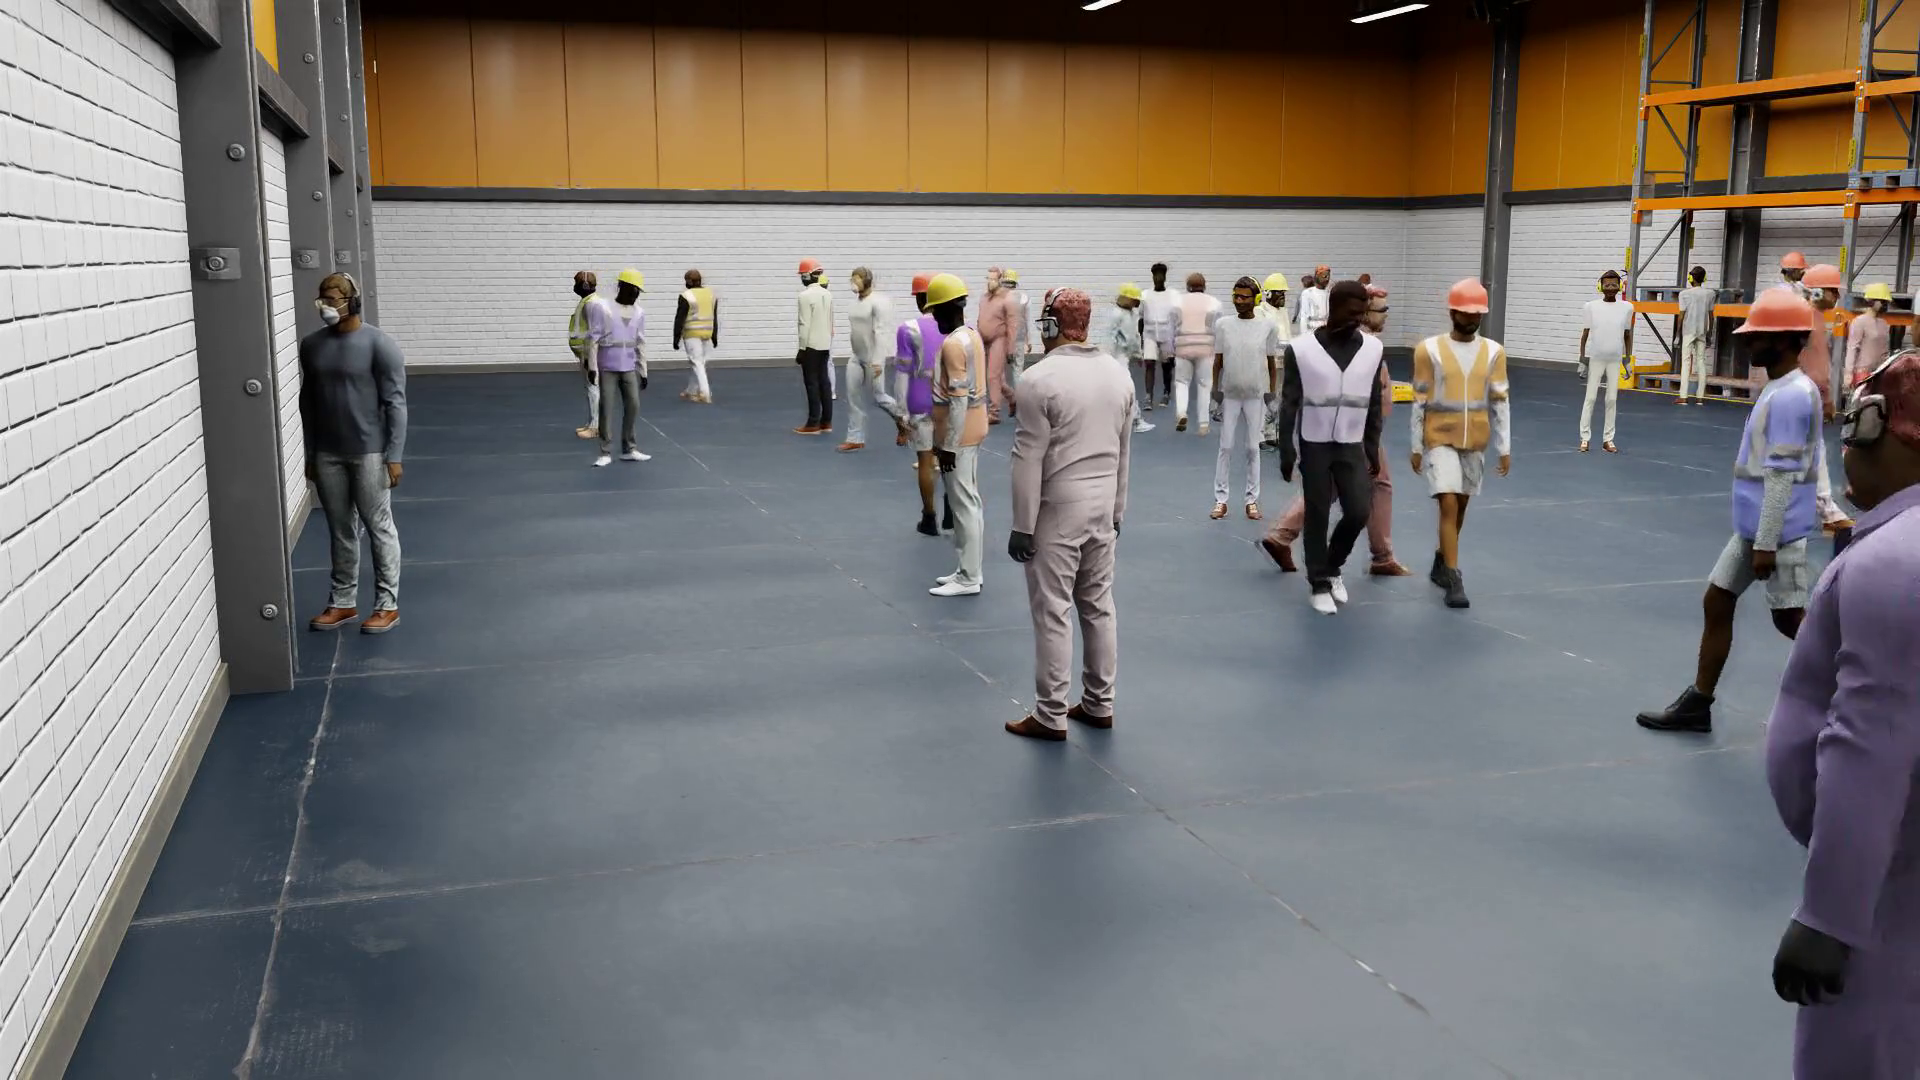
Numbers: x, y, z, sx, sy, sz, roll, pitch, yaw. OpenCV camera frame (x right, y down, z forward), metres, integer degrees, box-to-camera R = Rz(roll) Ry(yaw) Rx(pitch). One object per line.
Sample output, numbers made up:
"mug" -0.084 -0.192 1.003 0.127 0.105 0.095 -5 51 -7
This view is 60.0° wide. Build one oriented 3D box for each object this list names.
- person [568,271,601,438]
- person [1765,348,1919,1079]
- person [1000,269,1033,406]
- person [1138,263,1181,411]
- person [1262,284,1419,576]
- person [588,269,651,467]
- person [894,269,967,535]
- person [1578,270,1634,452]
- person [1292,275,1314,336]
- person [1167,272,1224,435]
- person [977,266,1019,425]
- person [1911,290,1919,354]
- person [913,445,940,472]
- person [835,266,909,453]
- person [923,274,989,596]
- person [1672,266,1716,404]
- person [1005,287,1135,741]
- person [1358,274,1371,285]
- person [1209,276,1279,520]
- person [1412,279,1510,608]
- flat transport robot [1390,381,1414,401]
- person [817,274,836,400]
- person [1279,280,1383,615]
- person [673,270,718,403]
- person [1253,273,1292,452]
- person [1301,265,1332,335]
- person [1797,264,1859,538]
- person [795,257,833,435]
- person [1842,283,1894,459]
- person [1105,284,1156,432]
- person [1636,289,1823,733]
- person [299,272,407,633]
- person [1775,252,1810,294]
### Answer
"person" -4.132 -2.059 18.478 0.429 1.845 0.621 -2 10 -14
"person" 1.646 0.610 2.958 0.431 1.877 0.718 8 12 37
"person" 0.669 -2.698 22.207 0.605 1.831 0.404 0 10 2
"person" 2.631 -2.677 21.849 0.619 1.920 0.994 3 10 16
"person" 2.415 -0.677 10.484 0.936 1.868 0.650 0 10 2
"person" -3.313 -1.655 16.034 0.691 1.885 0.380 -9 13 -42
"person" -0.203 -0.981 11.996 0.575 1.926 0.407 -4 11 -21
"person" 6.619 -1.821 17.053 0.534 1.859 0.309 2 10 9
"person" 6.515 -4.162 31.293 0.477 1.622 0.532 -4 11 -23
"person" 2.643 -2.075 18.621 0.649 1.830 0.485 3 10 15
"person" 0.474 -2.325 19.899 0.691 1.882 0.653 -6 12 -33
"person" 11.279 -2.281 19.187 0.675 2.000 0.535 0 10 -1
"person" -0.215 -1.482 15.556 0.320 1.697 0.531 -8 13 -39
"person" -0.886 -1.863 17.135 0.837 1.917 0.631 -8 13 -40
"person" -0.034 -0.618 9.925 0.395 1.914 0.590 2 10 10
"person" 9.901 -2.755 22.437 0.509 1.868 0.328 0 10 0
"person" 0.444 -0.109 7.036 0.646 1.902 0.399 -9 13 -42
"person" 7.882 -4.384 32.538 0.265 1.632 0.507 -2 10 -13
"person" 2.179 -1.080 12.757 0.521 1.863 0.335 2 10 10
"person" 2.969 -0.586 9.871 0.559 1.899 0.920 -1 10 -3
"flat transport robot" 5.972 -2.102 23.270 0.652 0.197 1.431 -3 10 -18
"person" -1.919 -2.806 23.032 0.330 1.765 0.533 -4 11 -24
"person" 2.091 -0.518 9.413 0.615 1.889 0.447 -2 10 -9
"person" -3.647 -2.771 22.705 0.792 1.807 0.651 8 13 38
"person" 3.224 -1.829 17.173 0.404 1.830 0.599 8 13 38
"person" 4.789 -2.724 22.220 0.571 1.882 0.338 -5 11 -28
"person" 6.209 -1.004 12.049 0.965 1.945 0.642 7 12 35
"person" -1.665 -2.187 18.783 0.402 1.990 0.622 5 11 27
"person" 8.864 -1.610 16.167 0.538 1.748 0.538 -7 12 -34
"person" 1.917 -2.071 18.985 0.888 1.683 0.569 6 12 31
"person" 3.402 -0.078 6.856 0.949 1.901 0.553 4 10 20
"person" -3.265 -0.462 8.955 0.629 1.940 0.379 3 10 18
"person" 9.814 -2.379 19.750 0.379 2.044 0.607 3 10 15
